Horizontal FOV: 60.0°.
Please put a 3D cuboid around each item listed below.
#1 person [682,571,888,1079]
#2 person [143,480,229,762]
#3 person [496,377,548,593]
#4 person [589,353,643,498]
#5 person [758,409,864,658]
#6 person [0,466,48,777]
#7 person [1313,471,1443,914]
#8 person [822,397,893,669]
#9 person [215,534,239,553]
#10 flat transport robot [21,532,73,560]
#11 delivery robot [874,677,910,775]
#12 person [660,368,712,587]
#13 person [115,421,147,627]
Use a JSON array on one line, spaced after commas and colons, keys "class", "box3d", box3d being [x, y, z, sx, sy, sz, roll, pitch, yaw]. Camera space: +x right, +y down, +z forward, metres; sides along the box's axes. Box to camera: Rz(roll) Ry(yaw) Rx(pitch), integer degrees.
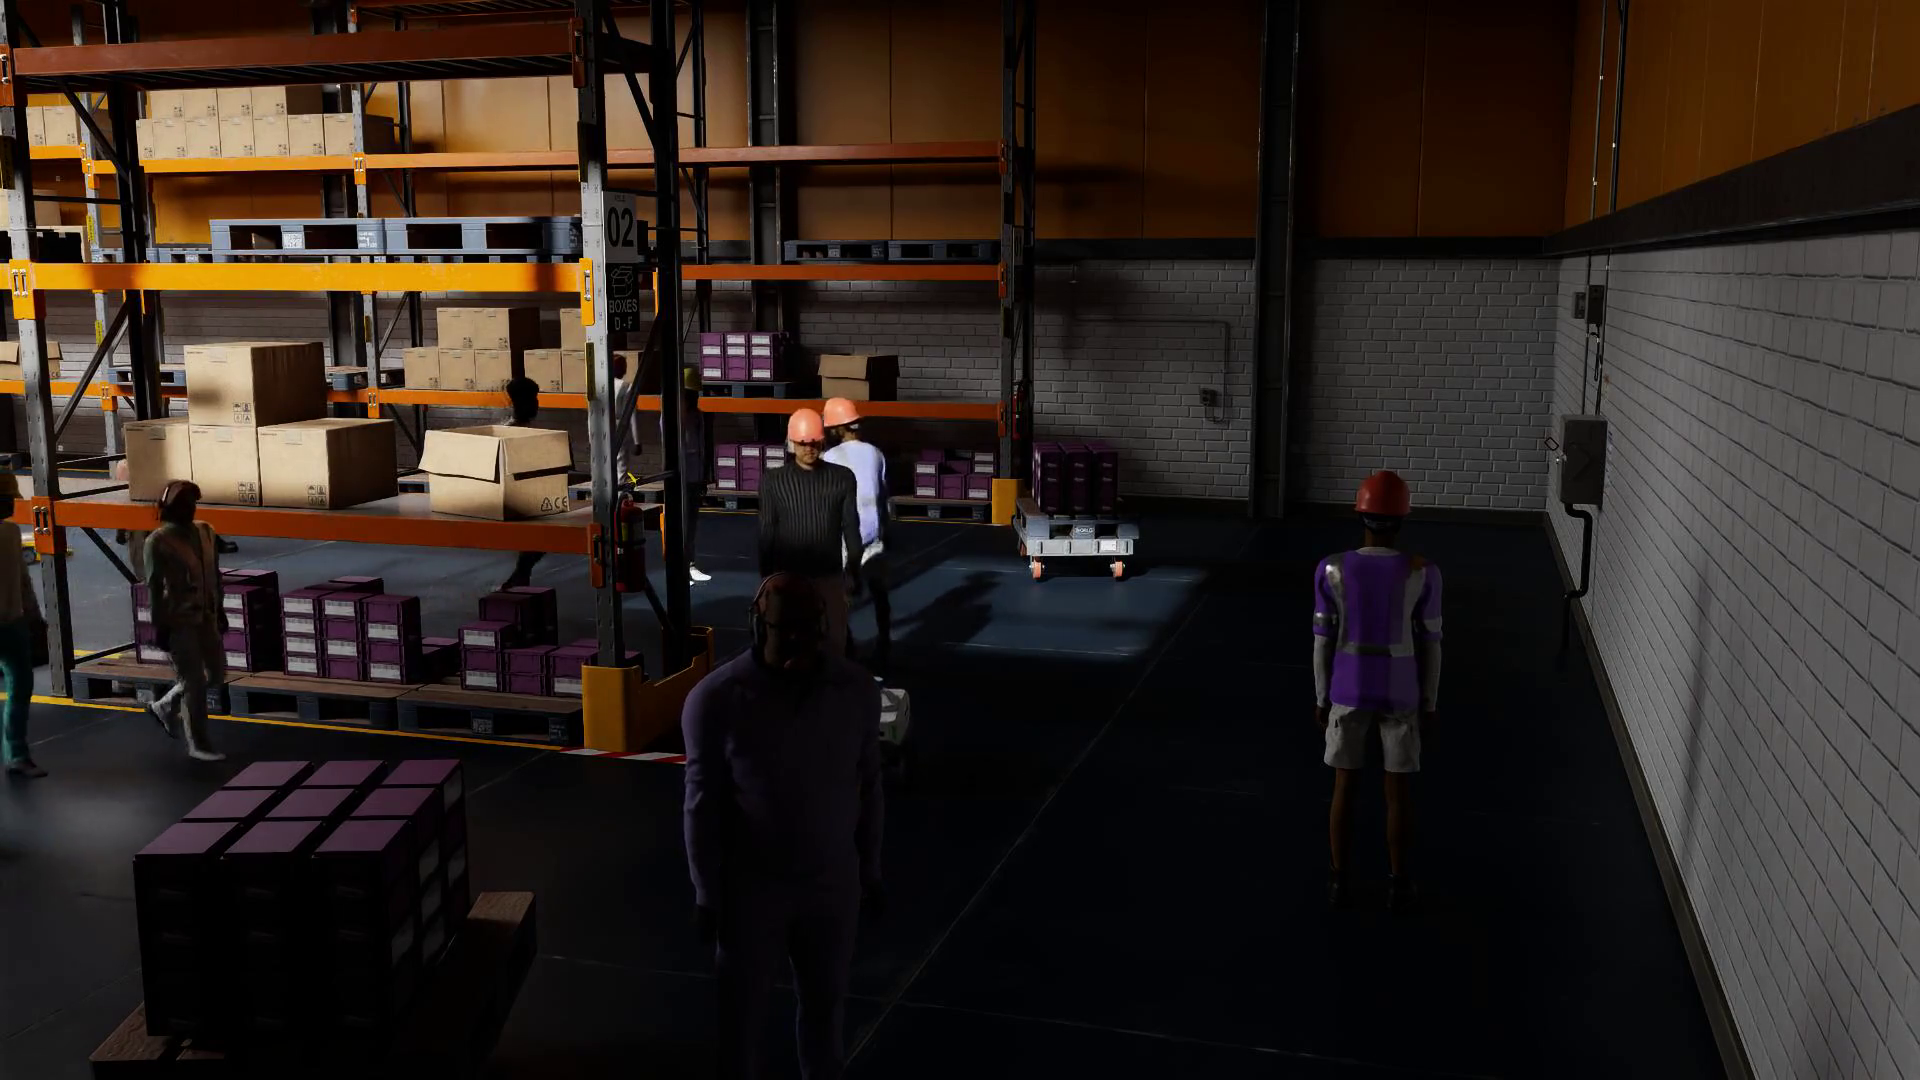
[{"class": "person", "box3d": [-0.512, 1.034, 5.085, 0.642, 1.909, 0.399, -4, 10, -24]}, {"class": "person", "box3d": [-4.438, 0.454, 9.480, 0.503, 1.620, 0.521, 3, 10, 15]}, {"class": "person", "box3d": [-3.455, -0.333, 13.291, 0.421, 1.942, 0.635, 0, 9, 0]}, {"class": "person", "box3d": [-3.795, -1.120, 18.335, 0.605, 1.870, 0.391, 4, 10, 22]}, {"class": "person", "box3d": [-0.883, 0.201, 9.944, 0.654, 1.971, 0.573, -2, 10, -12]}, {"class": "person", "box3d": [-5.259, 0.470, 9.073, 0.435, 1.744, 0.568, 1, 9, 7]}, {"class": "person", "box3d": [1.807, 0.664, 7.241, 0.545, 1.938, 0.359, 3, 10, 17]}, {"class": "person", "box3d": [-0.751, -0.054, 11.721, 0.707, 1.894, 0.752, -8, 13, -42]}, {"class": "person", "box3d": [-7.365, -0.840, 16.407, 0.365, 1.939, 0.542, -4, 10, -23]}, {"class": "flat transport robot", "box3d": [-9.262, 0.102, 15.737, 1.431, 0.197, 0.652, -8, 12, -39]}, {"class": "delivery robot", "box3d": [-0.471, 0.997, 9.134, 0.477, 0.478, 0.707, 1, 9, 3]}, {"class": "person", "box3d": [-2.408, -0.558, 14.729, 0.385, 1.922, 0.594, 4, 10, 21]}, {"class": "person", "box3d": [-6.306, -0.110, 12.918, 0.386, 1.629, 0.519, 3, 10, 19]}]
